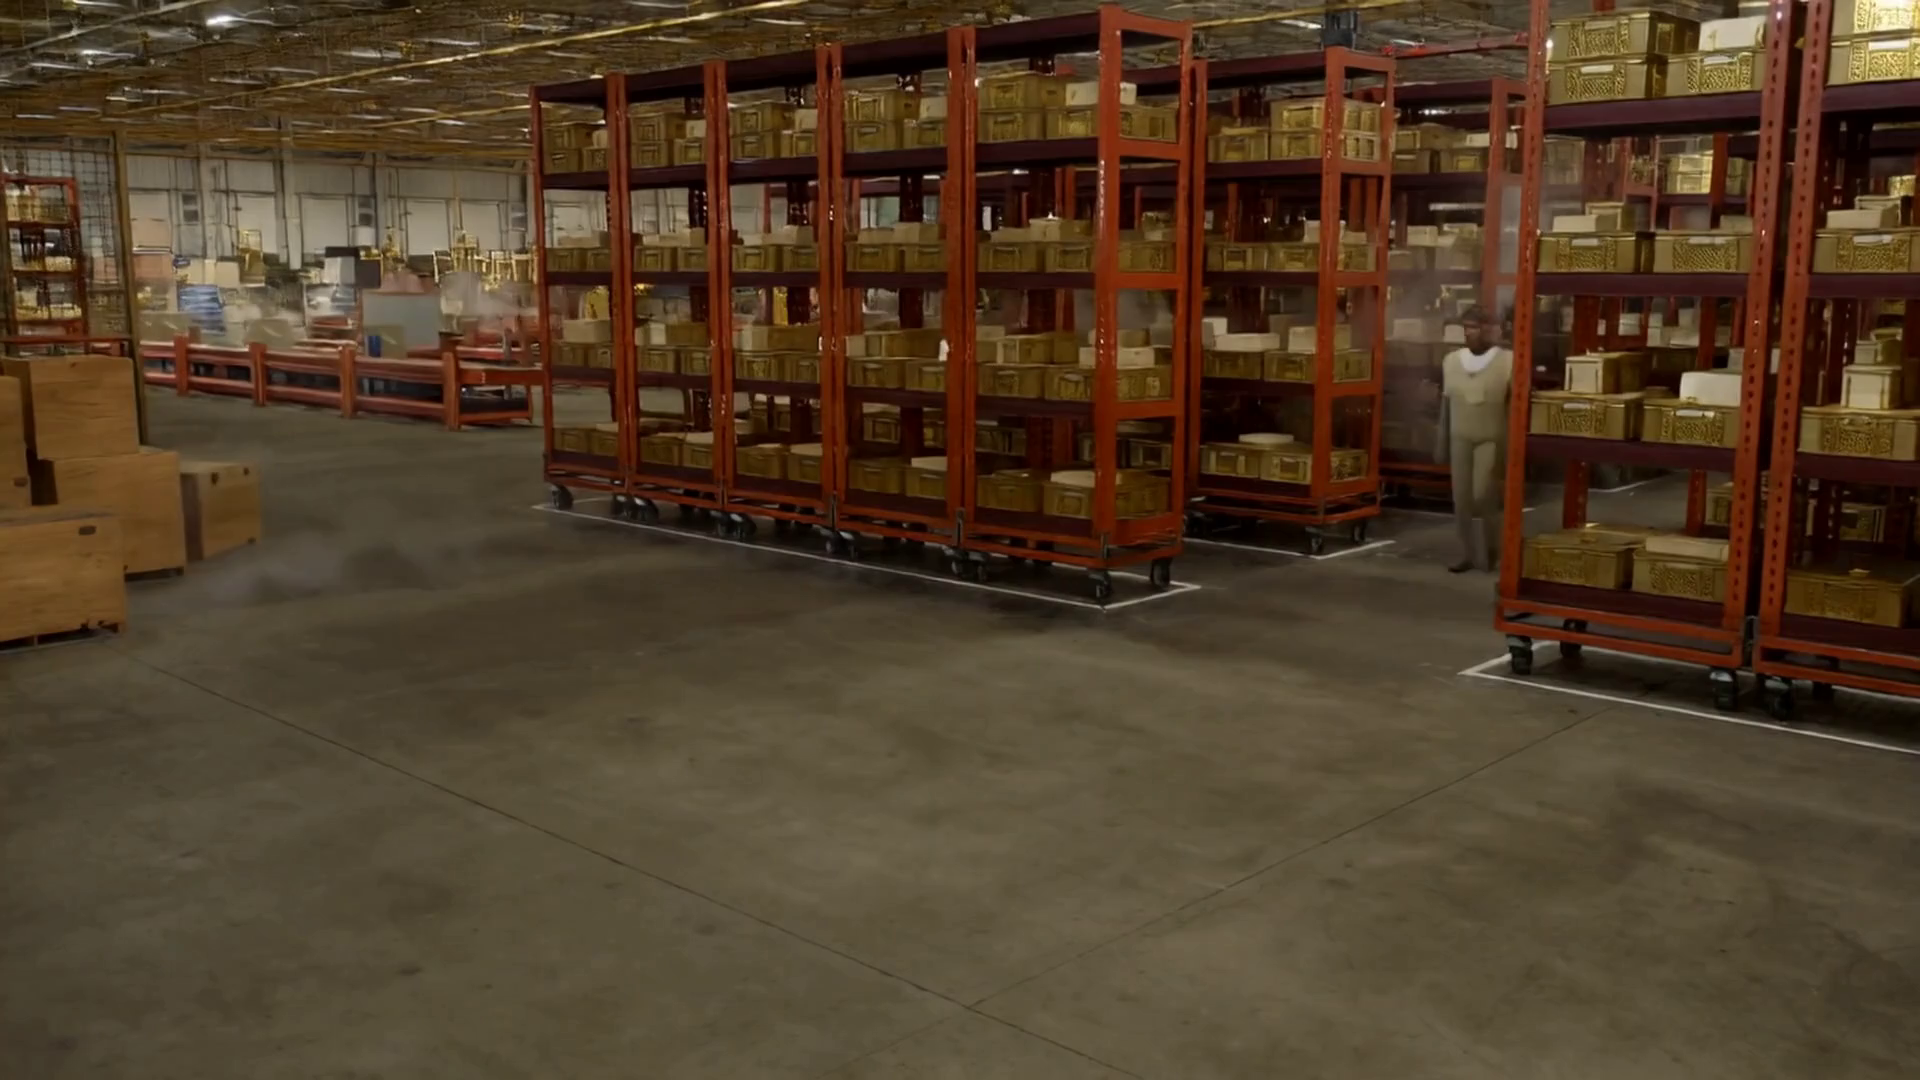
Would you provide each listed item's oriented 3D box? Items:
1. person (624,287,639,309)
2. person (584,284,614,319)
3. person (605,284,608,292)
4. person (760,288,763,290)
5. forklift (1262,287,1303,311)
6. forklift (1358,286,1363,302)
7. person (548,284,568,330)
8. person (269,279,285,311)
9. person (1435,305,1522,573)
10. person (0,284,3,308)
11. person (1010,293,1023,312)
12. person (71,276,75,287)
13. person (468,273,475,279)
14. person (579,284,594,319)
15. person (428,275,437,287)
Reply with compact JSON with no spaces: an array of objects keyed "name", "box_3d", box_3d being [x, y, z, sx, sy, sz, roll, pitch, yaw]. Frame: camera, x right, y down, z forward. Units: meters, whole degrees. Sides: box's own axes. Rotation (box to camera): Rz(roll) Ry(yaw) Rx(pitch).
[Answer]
[{"name":"person","box_3d":[-10.441,-7.412,52.654,0.758,1.812,0.594,9,13,44]},{"name":"person","box_3d":[-7.063,-4.201,32.730,0.395,1.900,0.645,9,13,43]},{"name":"person","box_3d":[-12.903,-8.619,60.695,0.535,1.592,0.759,7,12,36]},{"name":"person","box_3d":[-7.381,-8.851,61.655,0.422,1.746,0.552,-1,9,-5]},{"name":"forklift","box_3d":[10.769,-8.203,54.240,1.129,2.768,1.873,8,12,42]},{"name":"forklift","box_3d":[11.100,-7.017,46.970,1.873,2.768,1.129,9,13,43]},{"name":"person","box_3d":[-9.057,-5.073,37.624,0.605,2.040,0.385,7,11,35]},{"name":"person","box_3d":[-23.654,-8.173,57.601,0.494,1.723,0.630,-4,10,-24]},{"name":"person","box_3d":[3.505,-0.673,11.294,0.458,1.822,0.595,-9,13,-43]},{"name":"person","box_3d":[-35.910,-8.963,61.984,0.589,1.870,0.580,1,9,6]},{"name":"person","box_3d":[0.886,-2.786,24.516,0.746,1.744,0.527,-8,12,-40]},{"name":"person","box_3d":[-44.385,-12.439,83.427,0.517,1.836,0.859,8,12,41]},{"name":"person","box_3d":[-17.220,-8.451,58.646,0.544,1.937,0.358,-7,12,-38]},{"name":"person","box_3d":[-8.690,-5.262,39.243,0.599,1.897,0.511,6,11,31]},{"name":"person","box_3d":[-19.623,-9.000,62.334,0.527,1.830,0.885,9,13,43]}]
